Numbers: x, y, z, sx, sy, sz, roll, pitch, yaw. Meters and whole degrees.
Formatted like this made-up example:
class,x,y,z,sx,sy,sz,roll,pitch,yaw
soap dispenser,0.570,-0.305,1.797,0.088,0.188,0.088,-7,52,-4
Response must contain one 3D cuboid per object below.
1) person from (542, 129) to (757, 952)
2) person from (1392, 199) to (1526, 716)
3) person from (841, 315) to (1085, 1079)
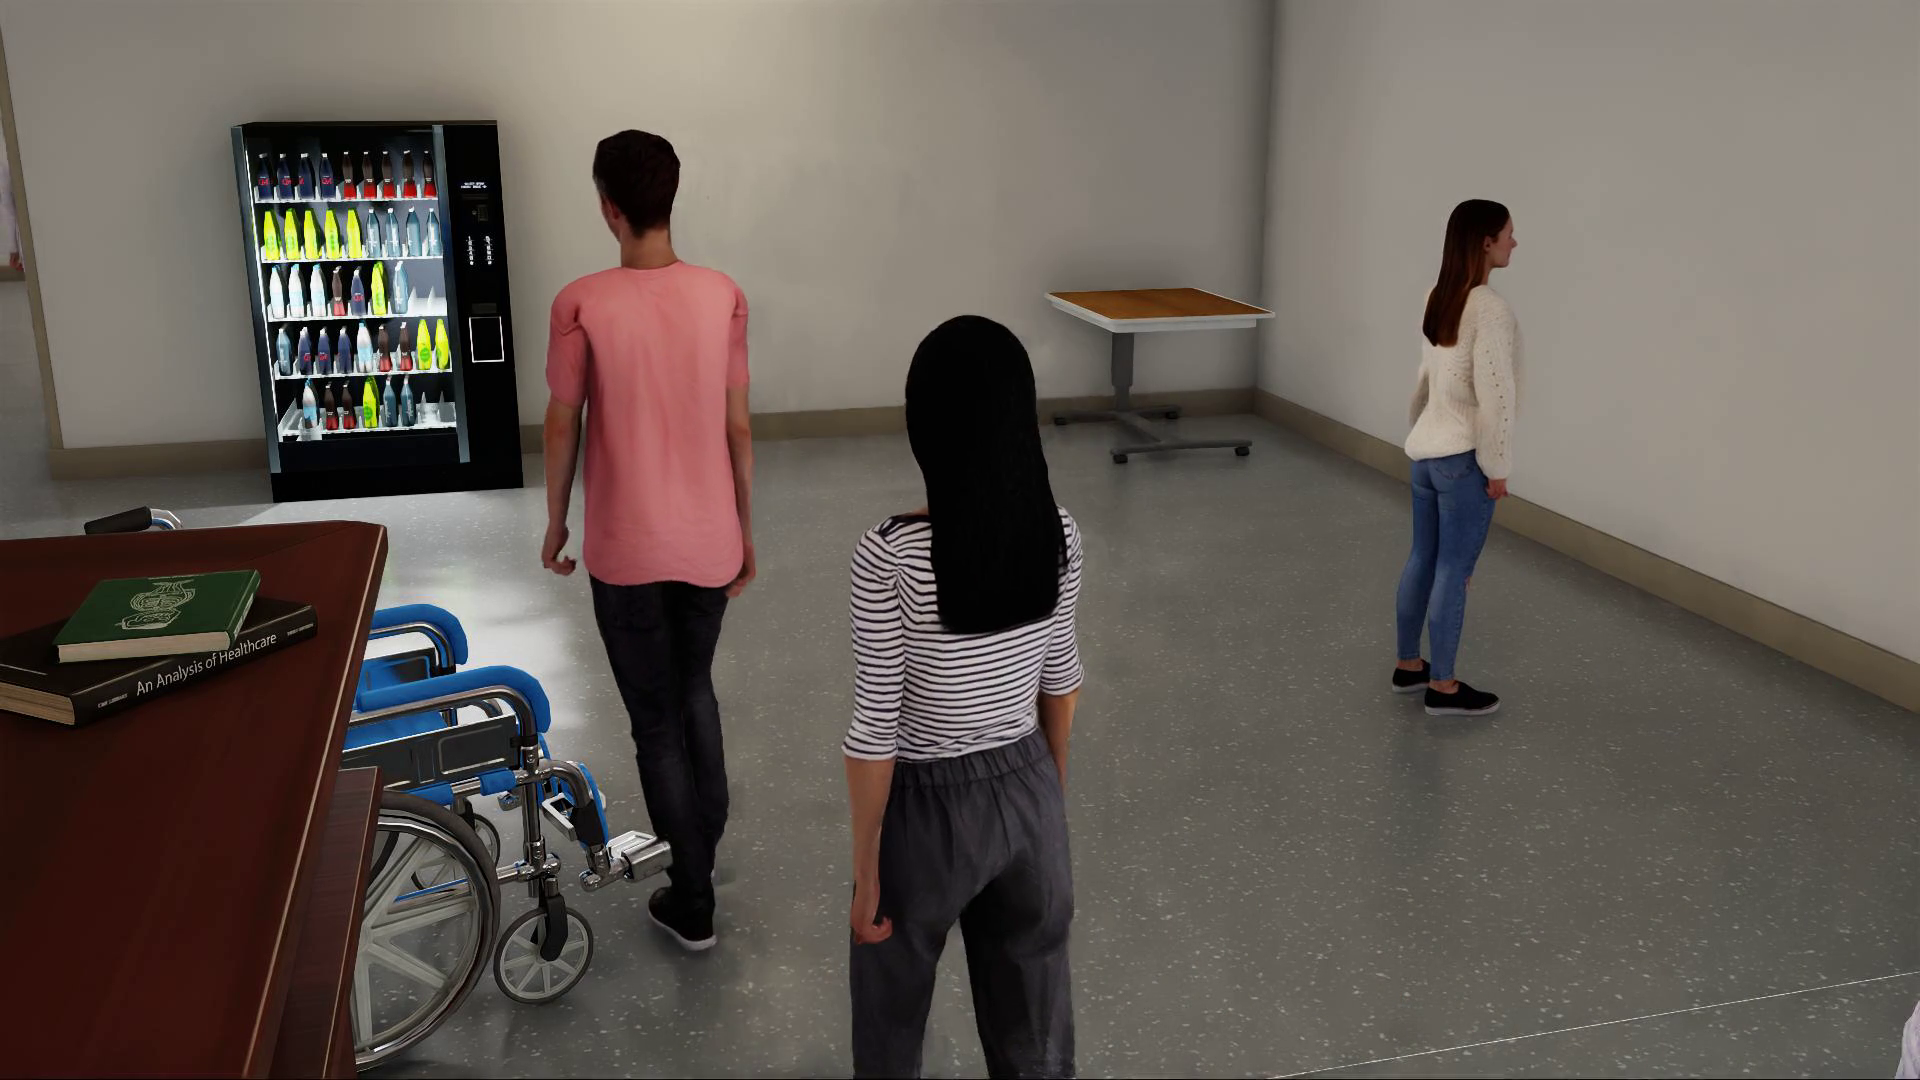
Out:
class,x,y,z,sx,sy,sz,roll,pitch,yaw
person,-0.669,0.055,3.893,0.802,1.941,0.803,-9,18,-30
person,1.643,-0.271,5.509,0.547,1.691,0.624,-3,16,-12
person,0.058,0.530,2.638,0.935,1.708,0.778,-7,17,-24
